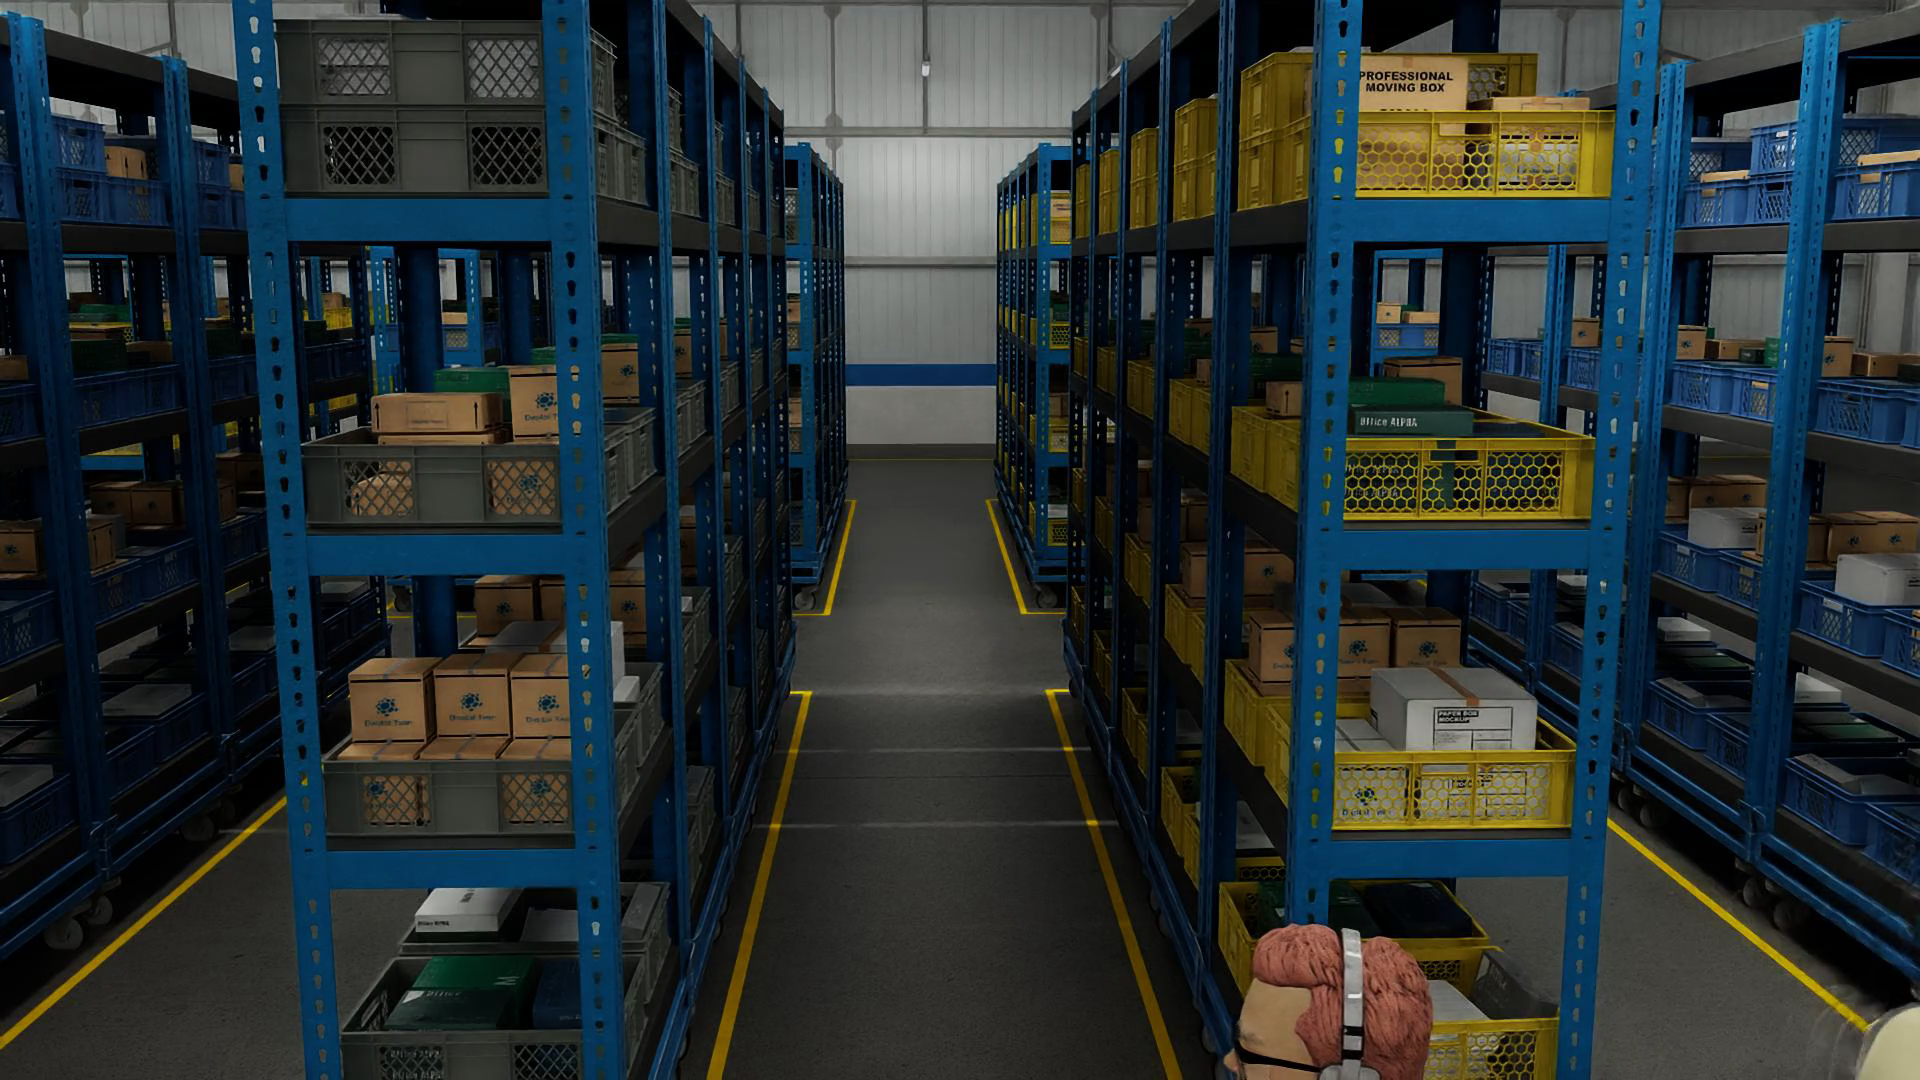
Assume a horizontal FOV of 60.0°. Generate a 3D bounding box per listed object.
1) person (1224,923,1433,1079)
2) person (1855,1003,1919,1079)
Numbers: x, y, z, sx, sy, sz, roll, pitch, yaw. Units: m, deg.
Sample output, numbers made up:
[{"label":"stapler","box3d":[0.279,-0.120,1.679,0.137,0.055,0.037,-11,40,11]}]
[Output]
[{"label":"person","box3d":[0.439,1.401,2.103,0.407,1.910,0.638,1,9,4]},{"label":"person","box3d":[1.664,1.377,2.620,0.926,1.779,0.614,3,10,16]}]
